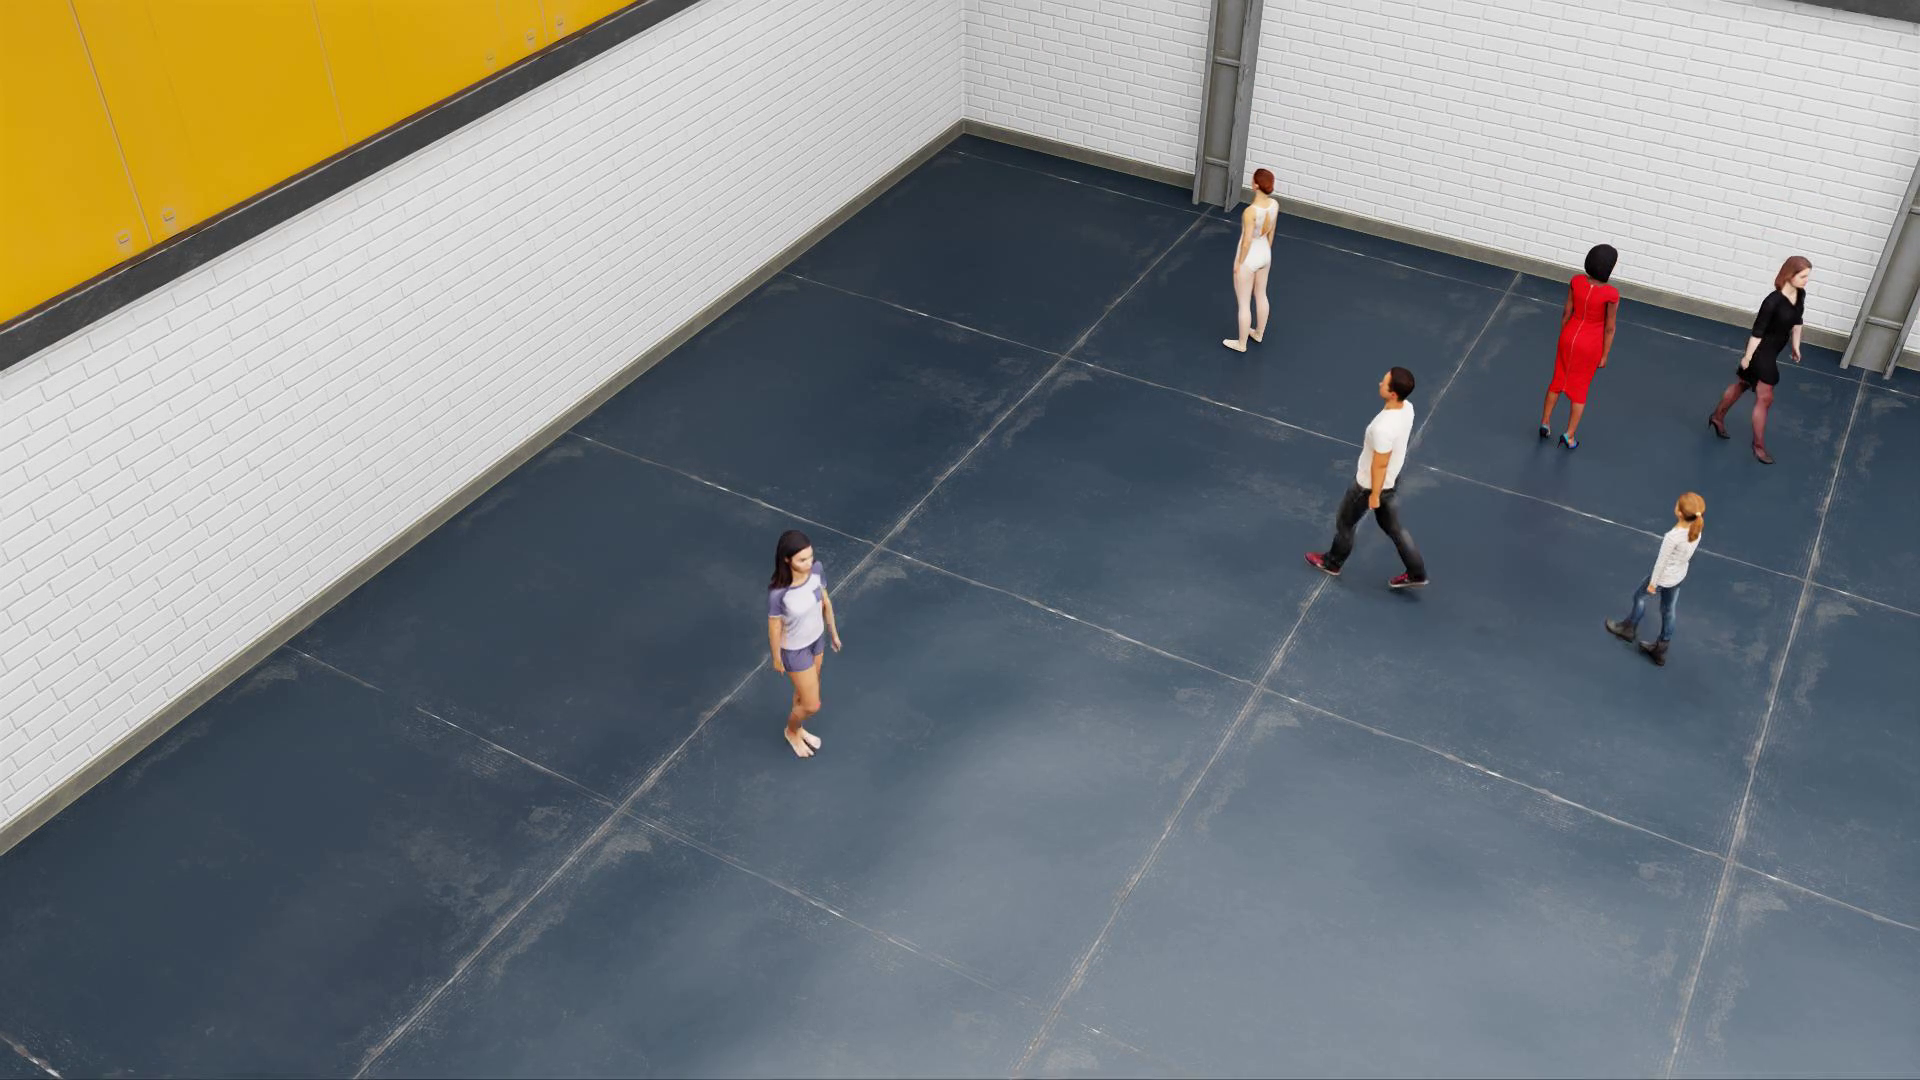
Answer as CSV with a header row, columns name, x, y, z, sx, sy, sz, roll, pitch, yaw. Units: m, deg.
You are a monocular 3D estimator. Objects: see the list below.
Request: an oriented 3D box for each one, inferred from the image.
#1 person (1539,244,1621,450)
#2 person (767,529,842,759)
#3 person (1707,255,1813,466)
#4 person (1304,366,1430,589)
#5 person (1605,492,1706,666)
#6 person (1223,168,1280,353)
name,x,y,z,sx,sy,sz,roll,pitch,yaw
person,4.764,-1.478,12.780,0.680,1.747,0.528,-30,47,-32
person,-1.032,0.602,10.198,0.590,1.720,0.602,23,44,26
person,6.119,-1.471,12.822,0.790,1.684,0.961,-27,46,-30
person,2.951,-0.377,11.383,1.119,1.771,0.682,22,44,25
person,4.701,0.285,10.929,0.693,1.302,0.792,-17,42,-20
person,2.470,-2.352,13.958,0.607,1.644,0.567,-29,47,-31
